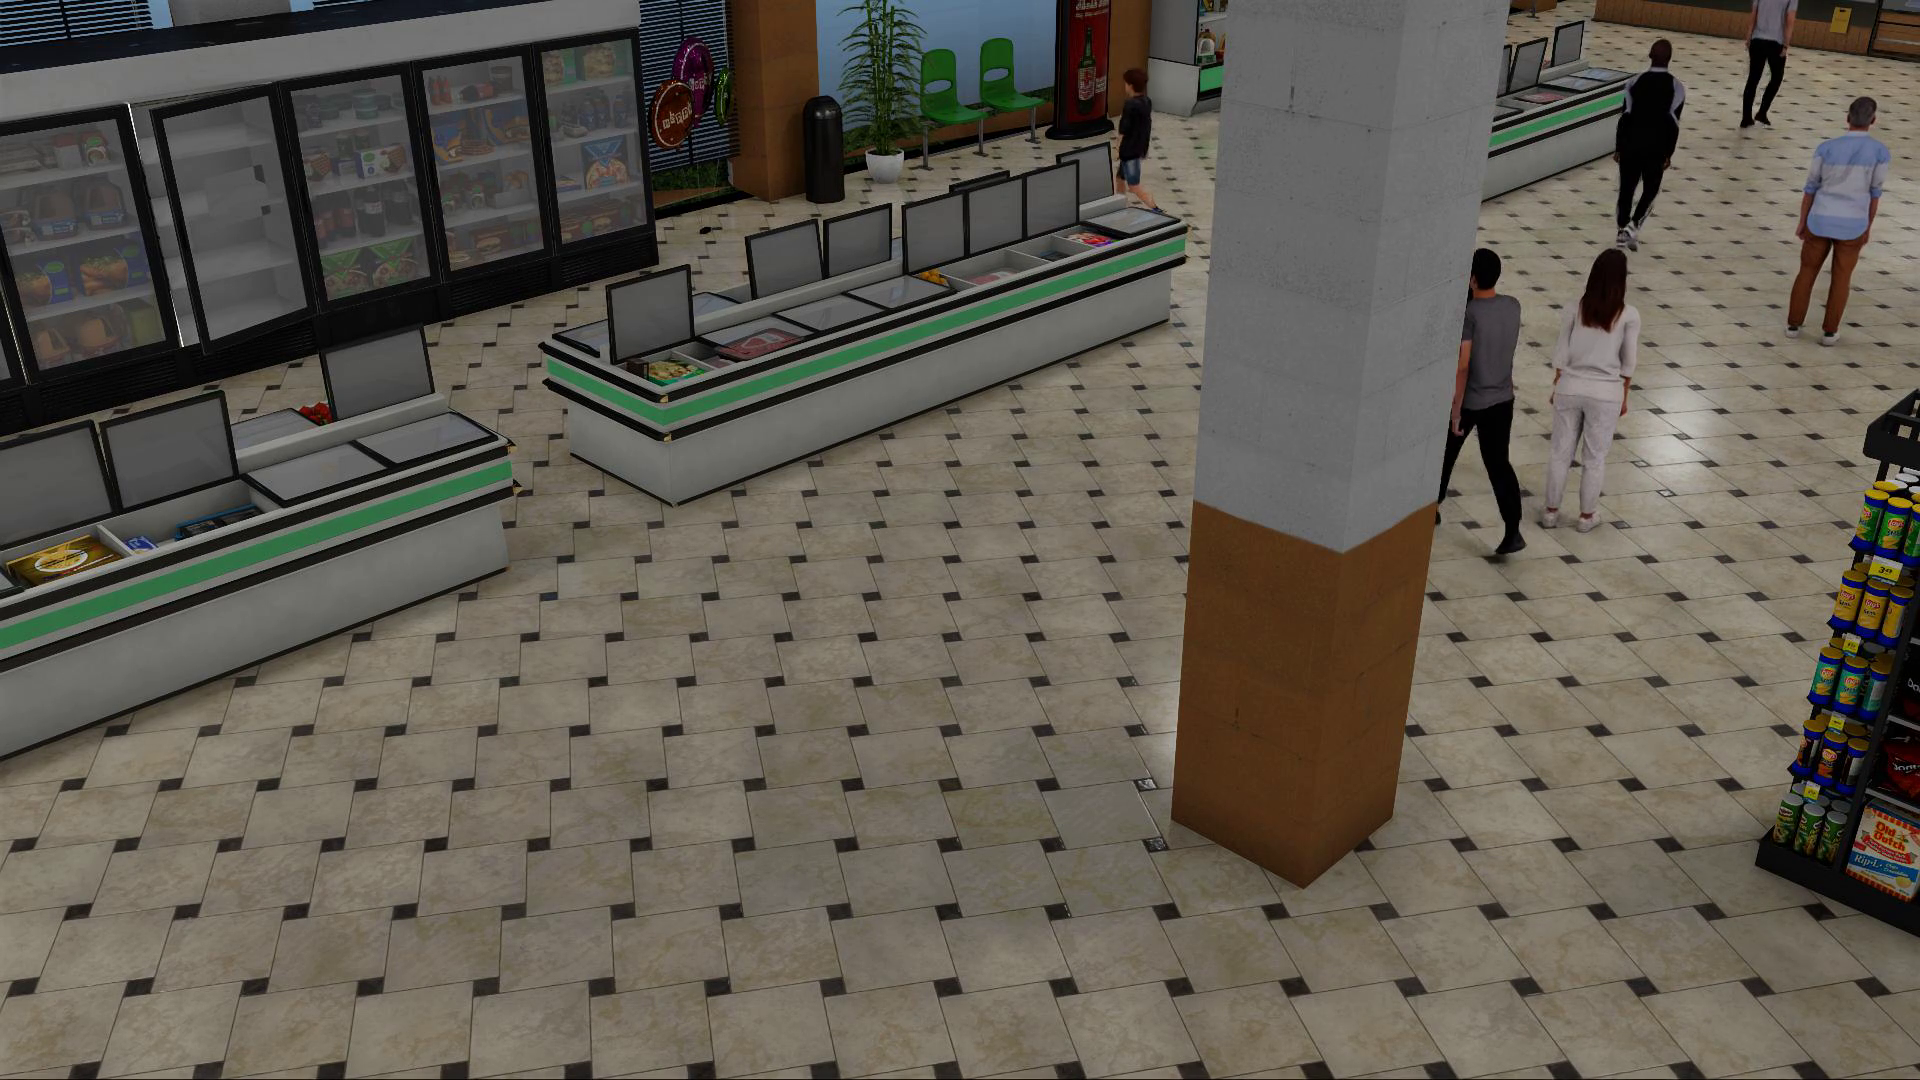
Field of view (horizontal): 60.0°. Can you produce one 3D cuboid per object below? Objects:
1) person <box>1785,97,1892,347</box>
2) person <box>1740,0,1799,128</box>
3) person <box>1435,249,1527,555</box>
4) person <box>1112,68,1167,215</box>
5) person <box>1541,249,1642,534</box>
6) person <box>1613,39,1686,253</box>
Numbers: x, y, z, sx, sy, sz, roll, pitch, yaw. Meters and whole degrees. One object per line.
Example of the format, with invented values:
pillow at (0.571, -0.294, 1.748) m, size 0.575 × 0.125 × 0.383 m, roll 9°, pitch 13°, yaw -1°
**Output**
person at (6.536, -2.362, 12.366) m, size 0.733 × 1.828 × 0.672 m, roll 16°, pitch 31°, yaw 28°
person at (9.005, -5.547, 18.618) m, size 0.660 × 1.853 × 0.590 m, roll 24°, pitch 35°, yaw 39°
person at (2.958, -0.742, 9.269) m, size 1.153 × 1.739 × 0.983 m, roll -7°, pitch 28°, yaw -14°
person at (1.620, -3.510, 15.088) m, size 0.724 × 1.413 × 0.959 m, roll 16°, pitch 31°, yaw 28°
person at (3.611, -0.850, 9.539) m, size 0.661 × 1.688 × 0.635 m, roll 13°, pitch 30°, yaw 24°
person at (5.898, -3.387, 14.405) m, size 0.770 × 1.811 × 0.955 m, roll 16°, pitch 31°, yaw 29°
